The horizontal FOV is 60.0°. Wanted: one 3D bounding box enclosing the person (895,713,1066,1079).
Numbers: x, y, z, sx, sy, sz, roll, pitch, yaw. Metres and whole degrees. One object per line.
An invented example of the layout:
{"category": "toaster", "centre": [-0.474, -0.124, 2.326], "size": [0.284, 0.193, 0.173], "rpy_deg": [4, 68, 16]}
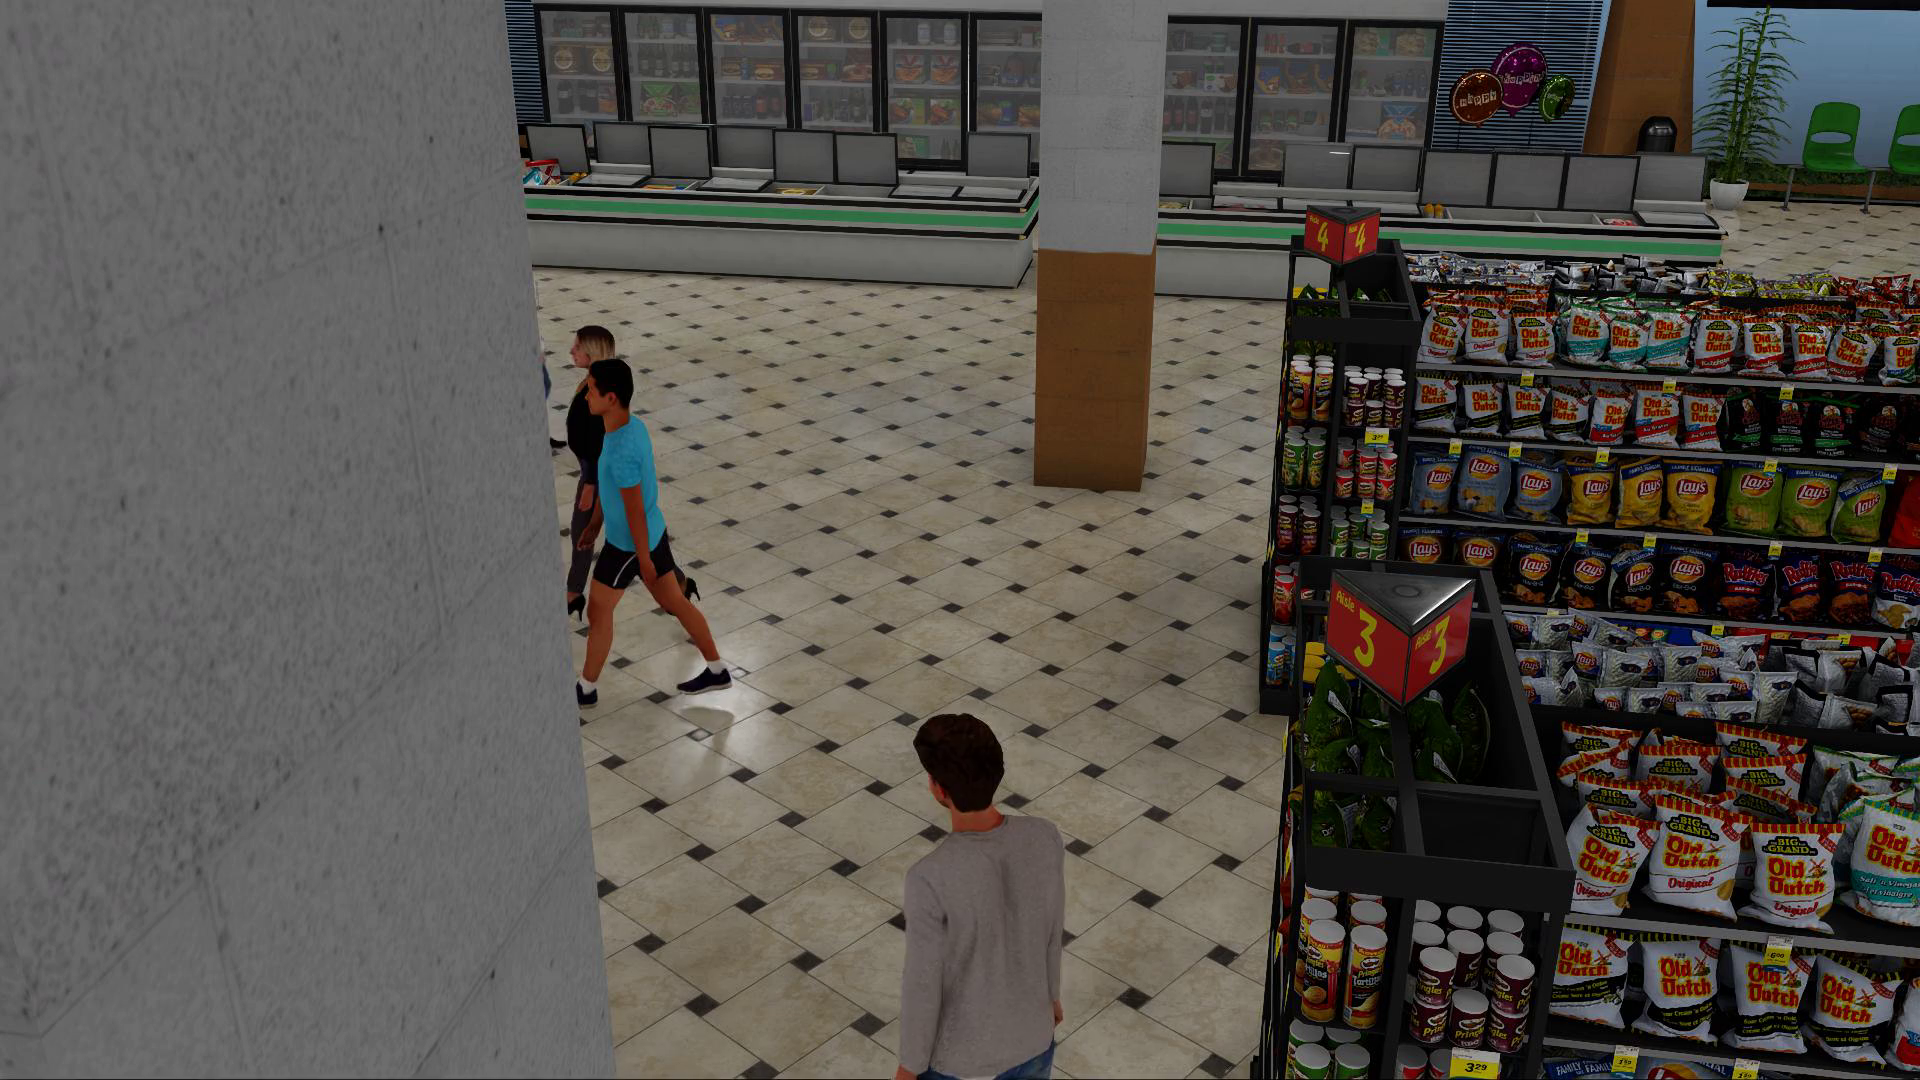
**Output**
{"category": "person", "centre": [0.061, 1.366, 4.553], "size": [1.014, 1.875, 1.065], "rpy_deg": [-12, 26, -25]}

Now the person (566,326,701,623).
{"category": "person", "centre": [-1.740, -0.285, 8.633], "size": [1.123, 1.629, 0.866], "rpy_deg": [-5, 24, -11]}

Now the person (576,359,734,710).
{"category": "person", "centre": [-1.433, 0.012, 7.837], "size": [1.194, 1.723, 0.803], "rpy_deg": [-2, 24, -5]}
